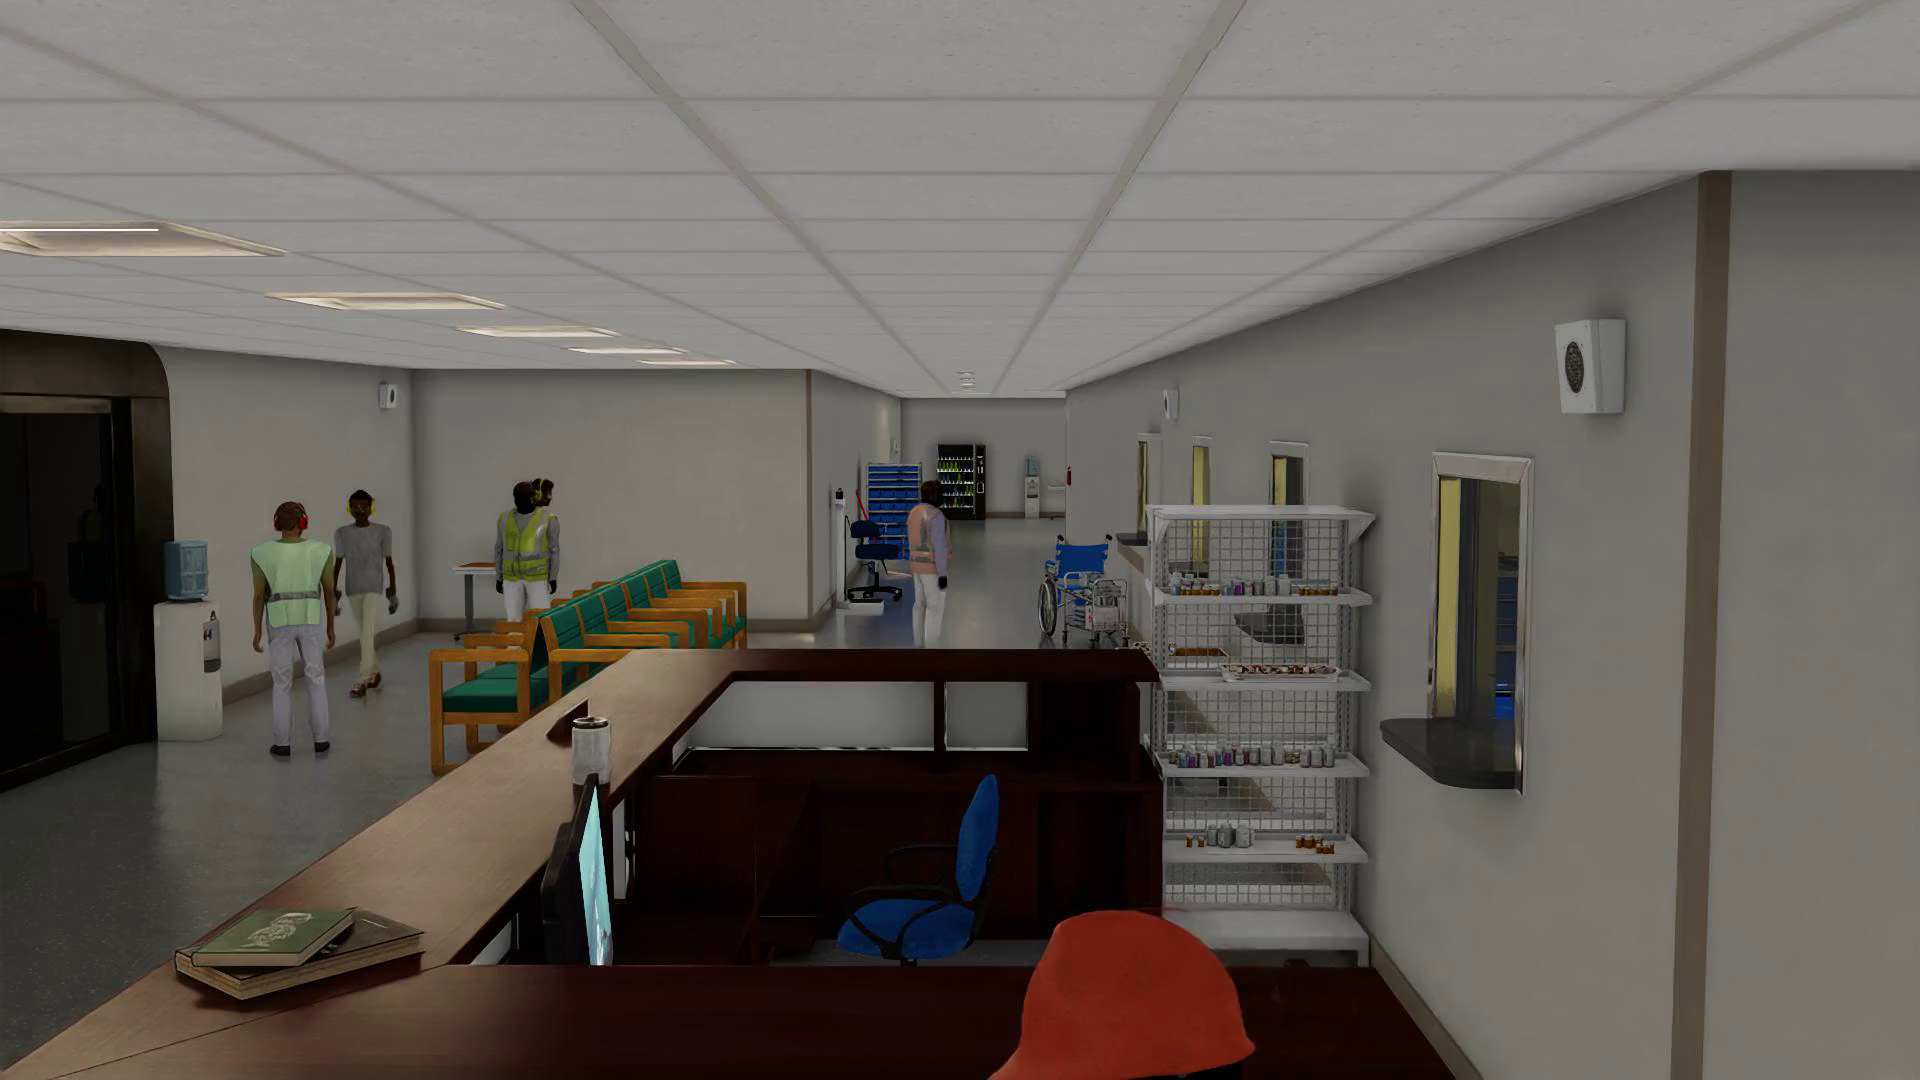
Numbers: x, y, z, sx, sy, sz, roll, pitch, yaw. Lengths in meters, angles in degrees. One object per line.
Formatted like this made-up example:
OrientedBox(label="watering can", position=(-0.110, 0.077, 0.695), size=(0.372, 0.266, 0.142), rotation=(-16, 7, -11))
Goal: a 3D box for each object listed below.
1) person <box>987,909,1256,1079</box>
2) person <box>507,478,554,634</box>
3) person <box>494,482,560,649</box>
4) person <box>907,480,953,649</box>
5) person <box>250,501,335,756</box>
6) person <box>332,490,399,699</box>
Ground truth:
OrientedBox(label="person", position=(0.335, 1.352, 1.887), size=(1.004, 1.891, 0.537), rotation=(0, 4, -2))
OrientedBox(label="person", position=(-4.367, 0.294, 16.868), size=(0.542, 1.847, 0.570), rotation=(0, 4, 1))
OrientedBox(label="person", position=(-4.169, 0.362, 15.975), size=(0.633, 1.842, 0.429), rotation=(0, 4, 4))
OrientedBox(label="person", position=(-0.283, 0.315, 16.664), size=(0.429, 1.840, 0.632), rotation=(-2, 5, -28))
OrientedBox(label="person", position=(-4.824, 0.641, 12.060), size=(0.567, 1.840, 0.375), rotation=(-2, 5, -30))
OrientedBox(label="person", position=(-5.284, 0.464, 14.722), size=(0.548, 1.820, 1.002), rotation=(0, 4, -4))
